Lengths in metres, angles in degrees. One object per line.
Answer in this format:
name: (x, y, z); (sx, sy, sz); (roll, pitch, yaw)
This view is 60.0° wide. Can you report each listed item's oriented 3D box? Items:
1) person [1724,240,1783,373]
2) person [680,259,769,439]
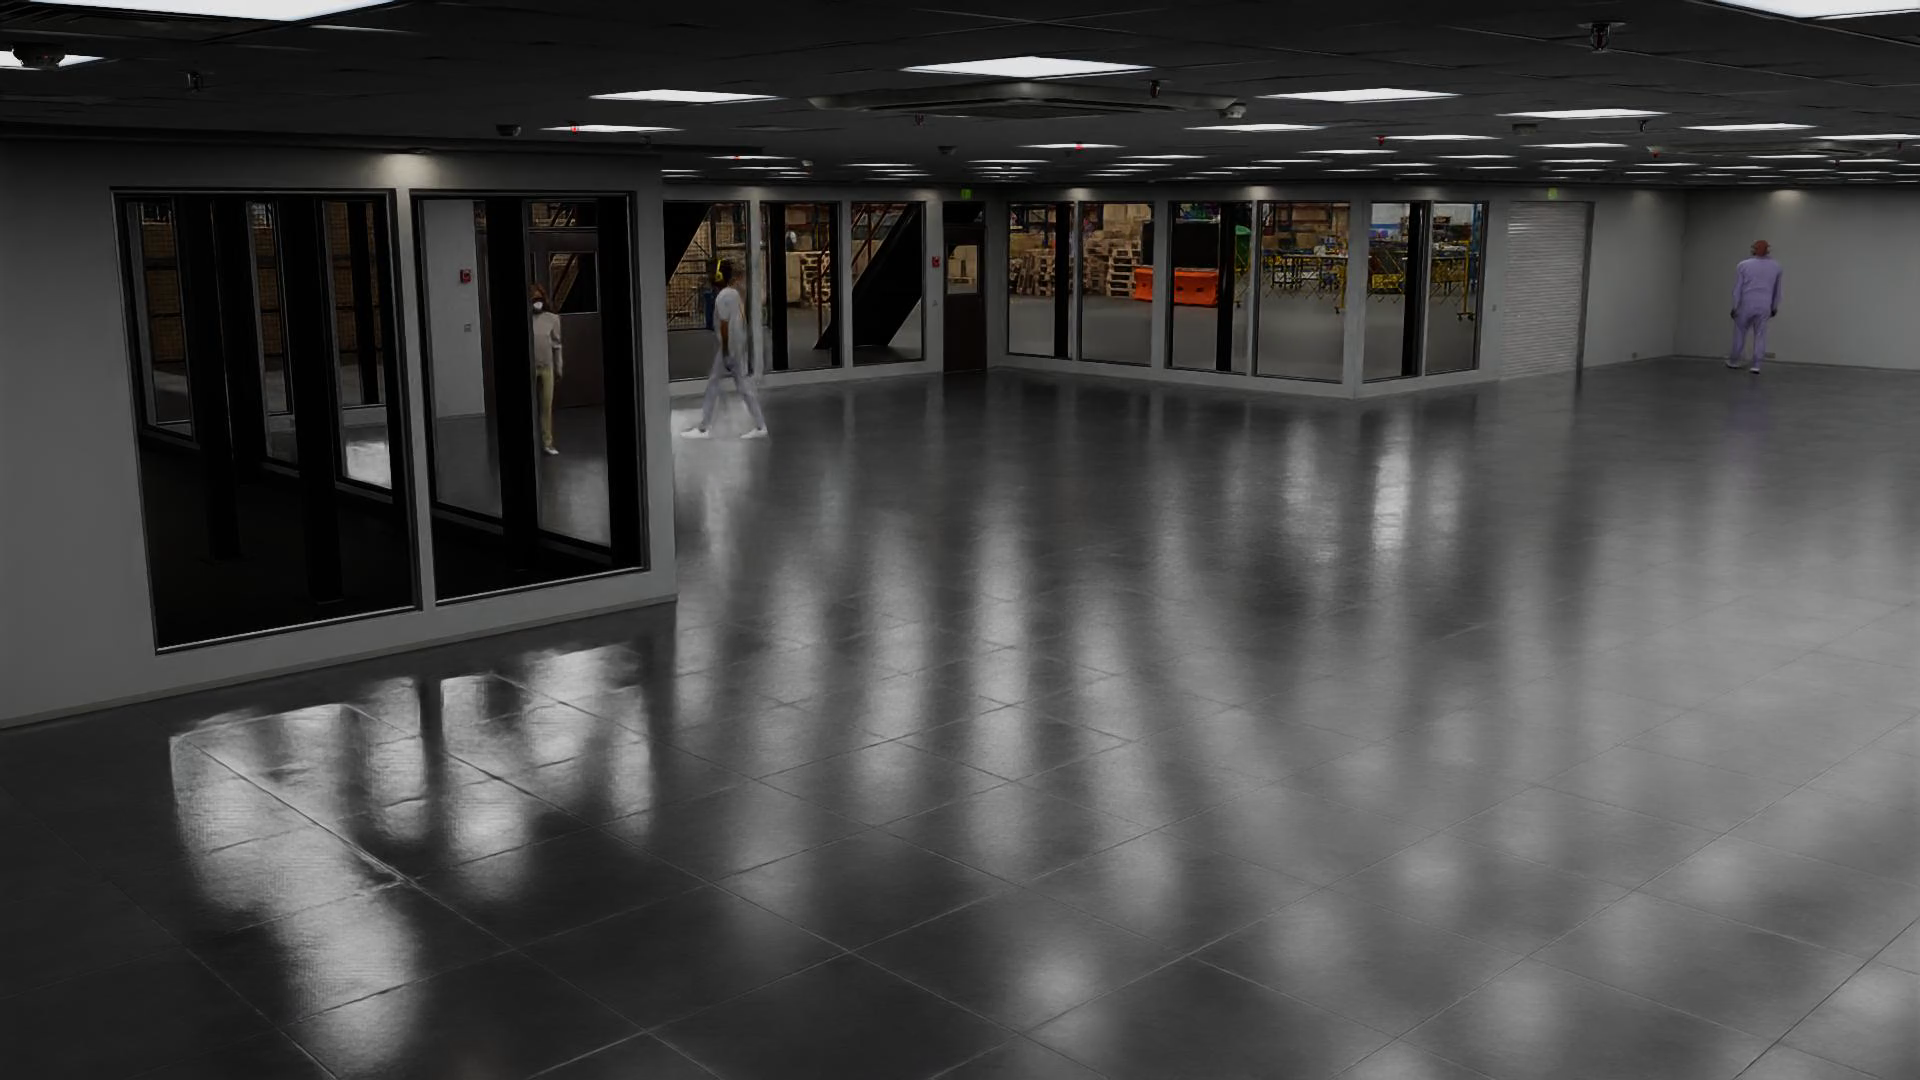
person: (11.331, -3.337, 23.776); (0.683, 1.864, 0.949); (2, 11, 9)
person: (-2.361, -1.918, 16.795); (0.907, 1.826, 0.529); (4, 12, 17)
